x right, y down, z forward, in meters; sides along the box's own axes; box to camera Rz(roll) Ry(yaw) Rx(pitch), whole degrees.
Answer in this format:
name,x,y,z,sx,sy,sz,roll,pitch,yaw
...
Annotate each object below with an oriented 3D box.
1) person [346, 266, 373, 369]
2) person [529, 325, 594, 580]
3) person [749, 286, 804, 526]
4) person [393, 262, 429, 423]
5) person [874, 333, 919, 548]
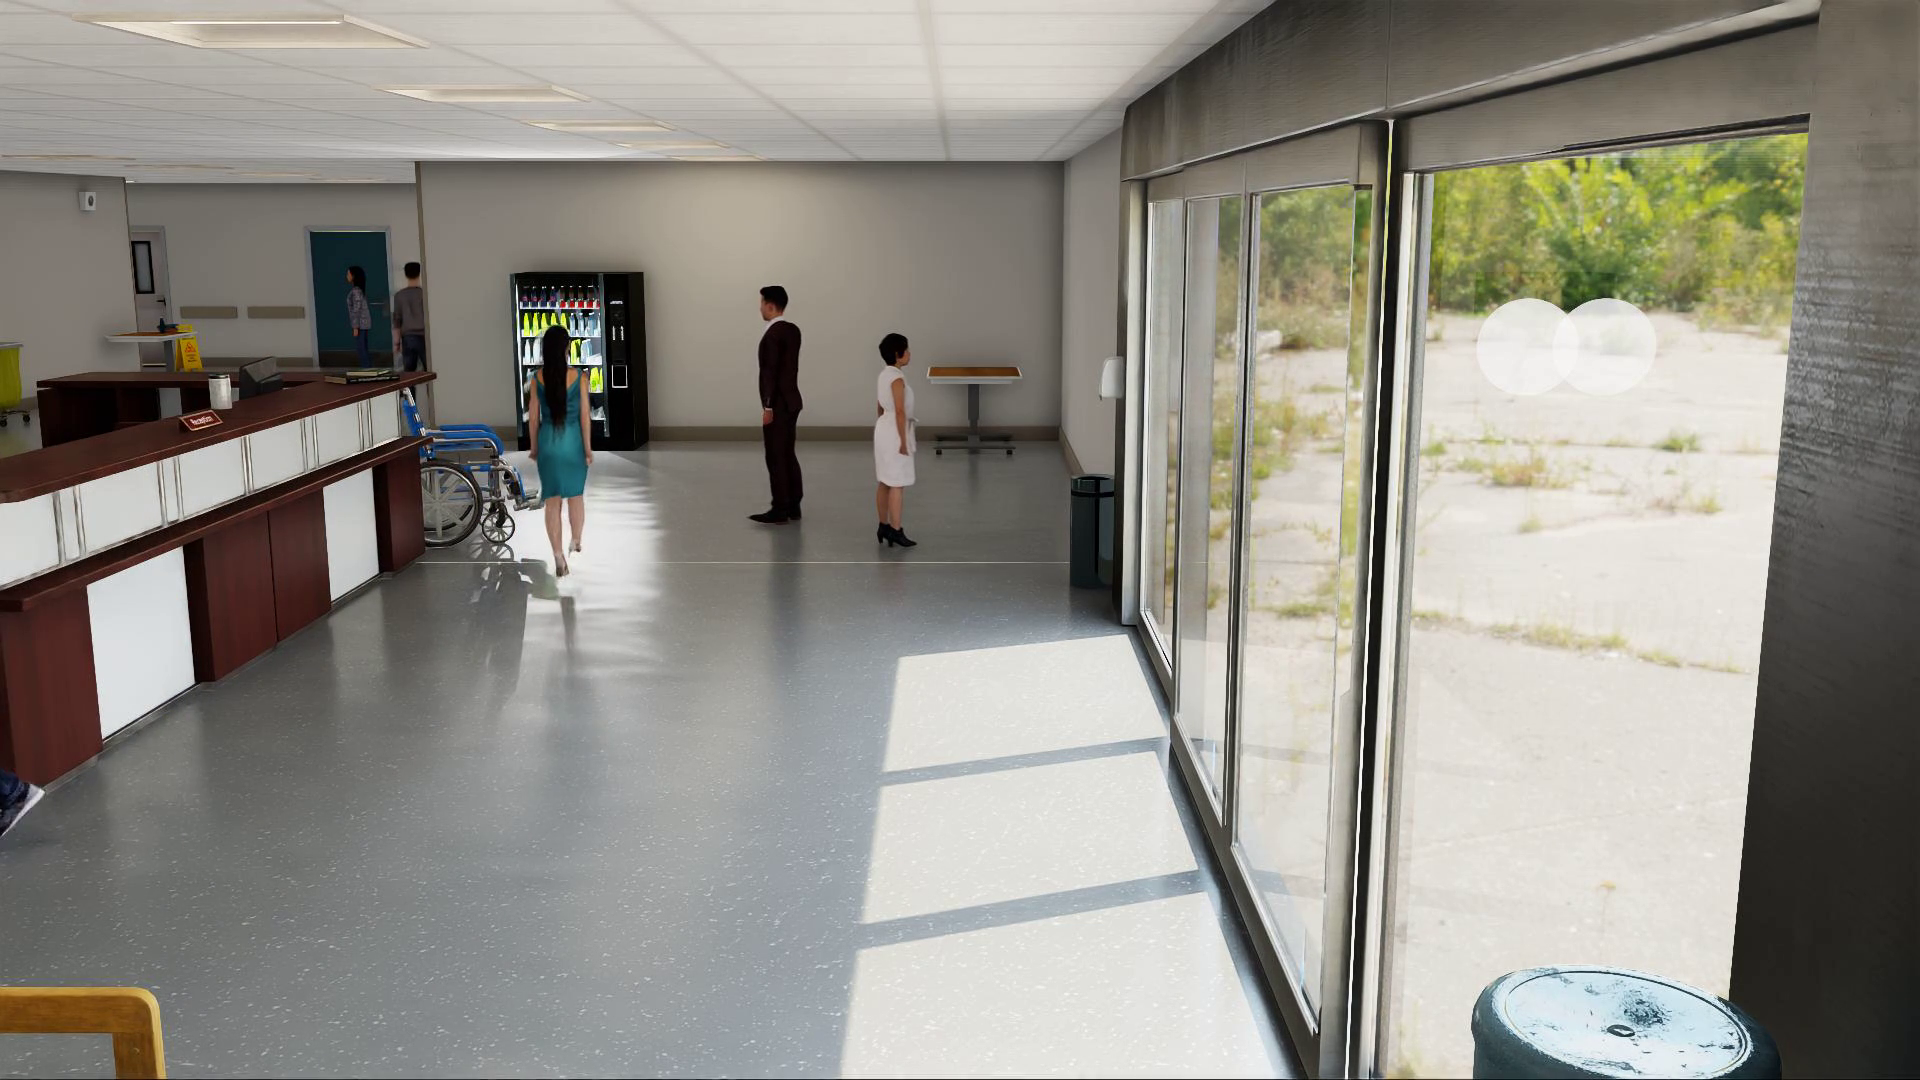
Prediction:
name,x,y,z,sx,sy,sz,roll,pitch,yaw
person,-8.876,-3.189,24.639,0.542,1.731,0.615,-1,11,-6
person,-2.621,-0.530,10.893,1.046,1.630,0.772,-2,11,-11
person,-1.409,-1.070,13.128,0.699,1.859,0.746,3,11,15
person,-6.344,-2.260,19.371,1.110,1.868,0.805,-1,11,-3
person,-0.484,-0.736,12.183,0.632,1.555,0.629,-4,12,-22
